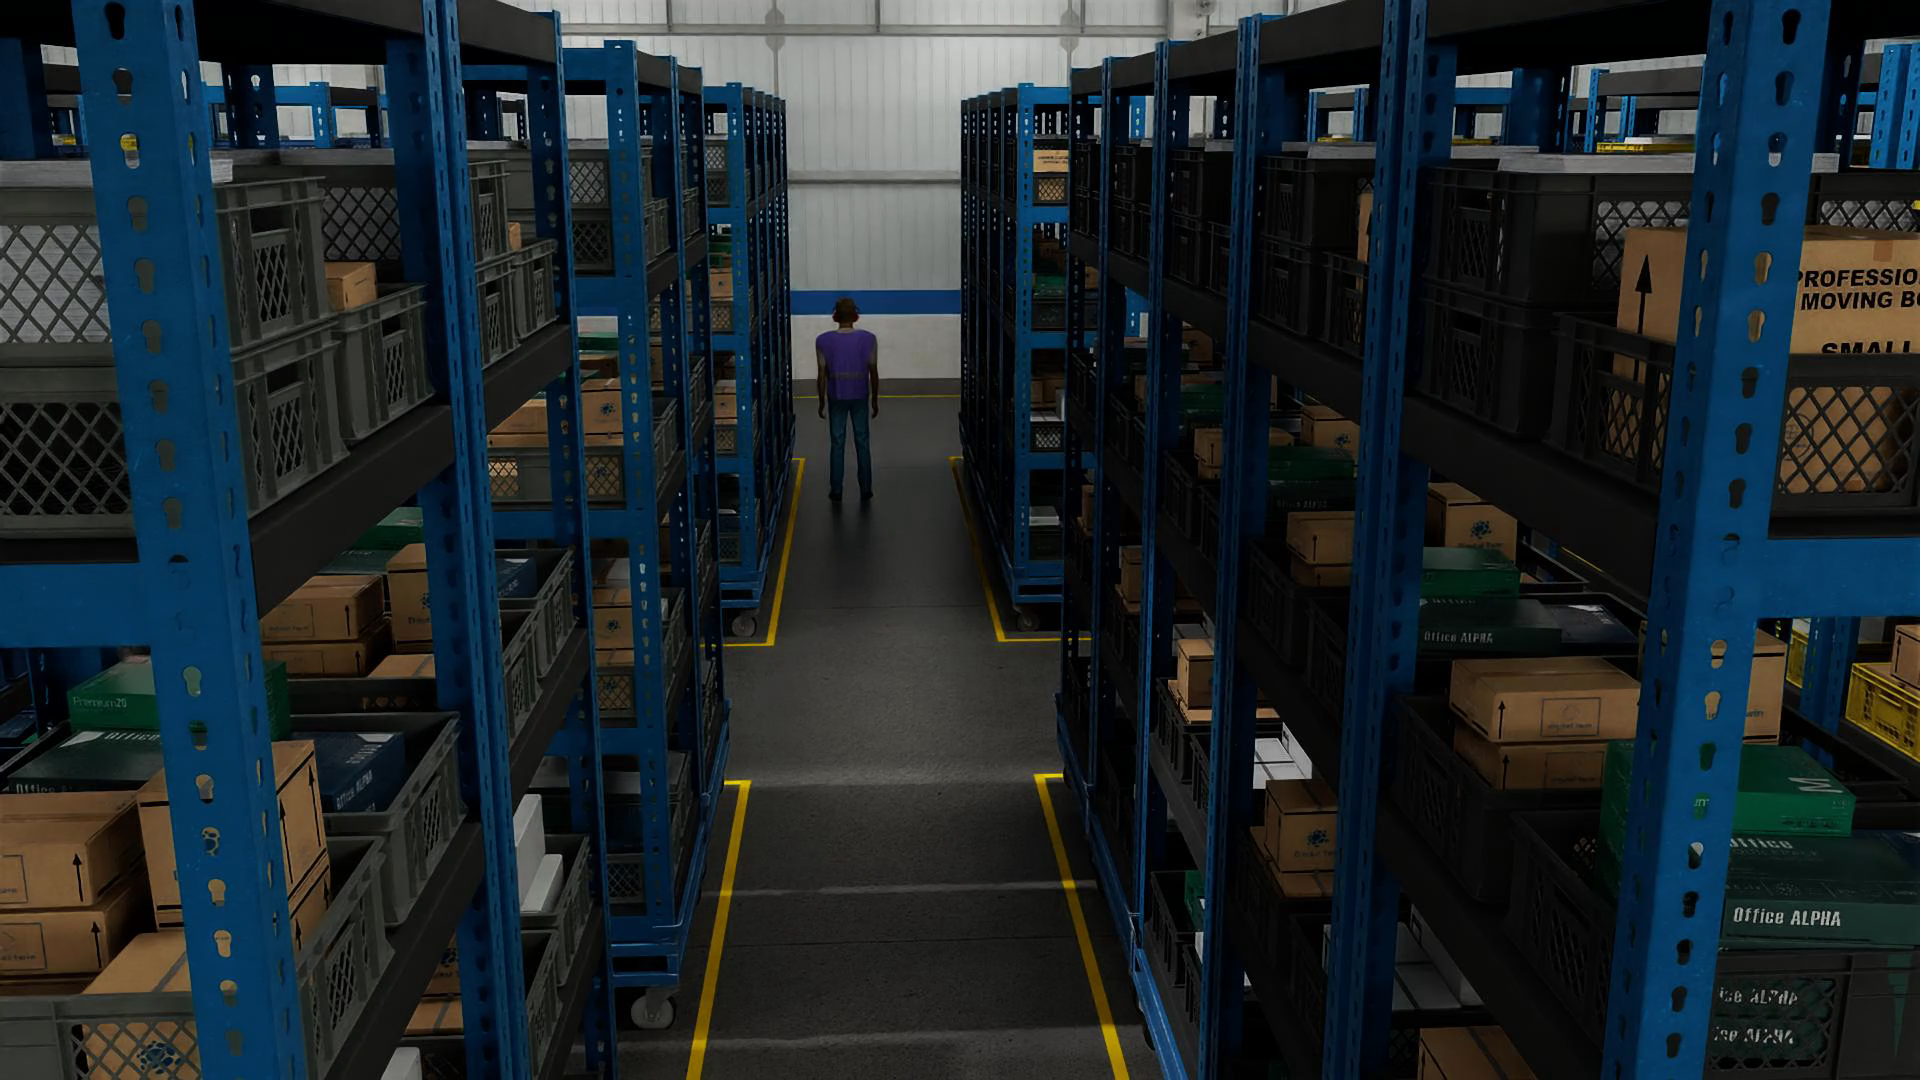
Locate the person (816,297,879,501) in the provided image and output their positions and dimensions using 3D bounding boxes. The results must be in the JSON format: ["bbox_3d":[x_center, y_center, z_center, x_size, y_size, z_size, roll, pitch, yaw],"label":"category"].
[{"bbox_3d":[-1.013,-1.263,15.047,0.565,1.850,0.390,-2,14,-8],"label":"person"}]
